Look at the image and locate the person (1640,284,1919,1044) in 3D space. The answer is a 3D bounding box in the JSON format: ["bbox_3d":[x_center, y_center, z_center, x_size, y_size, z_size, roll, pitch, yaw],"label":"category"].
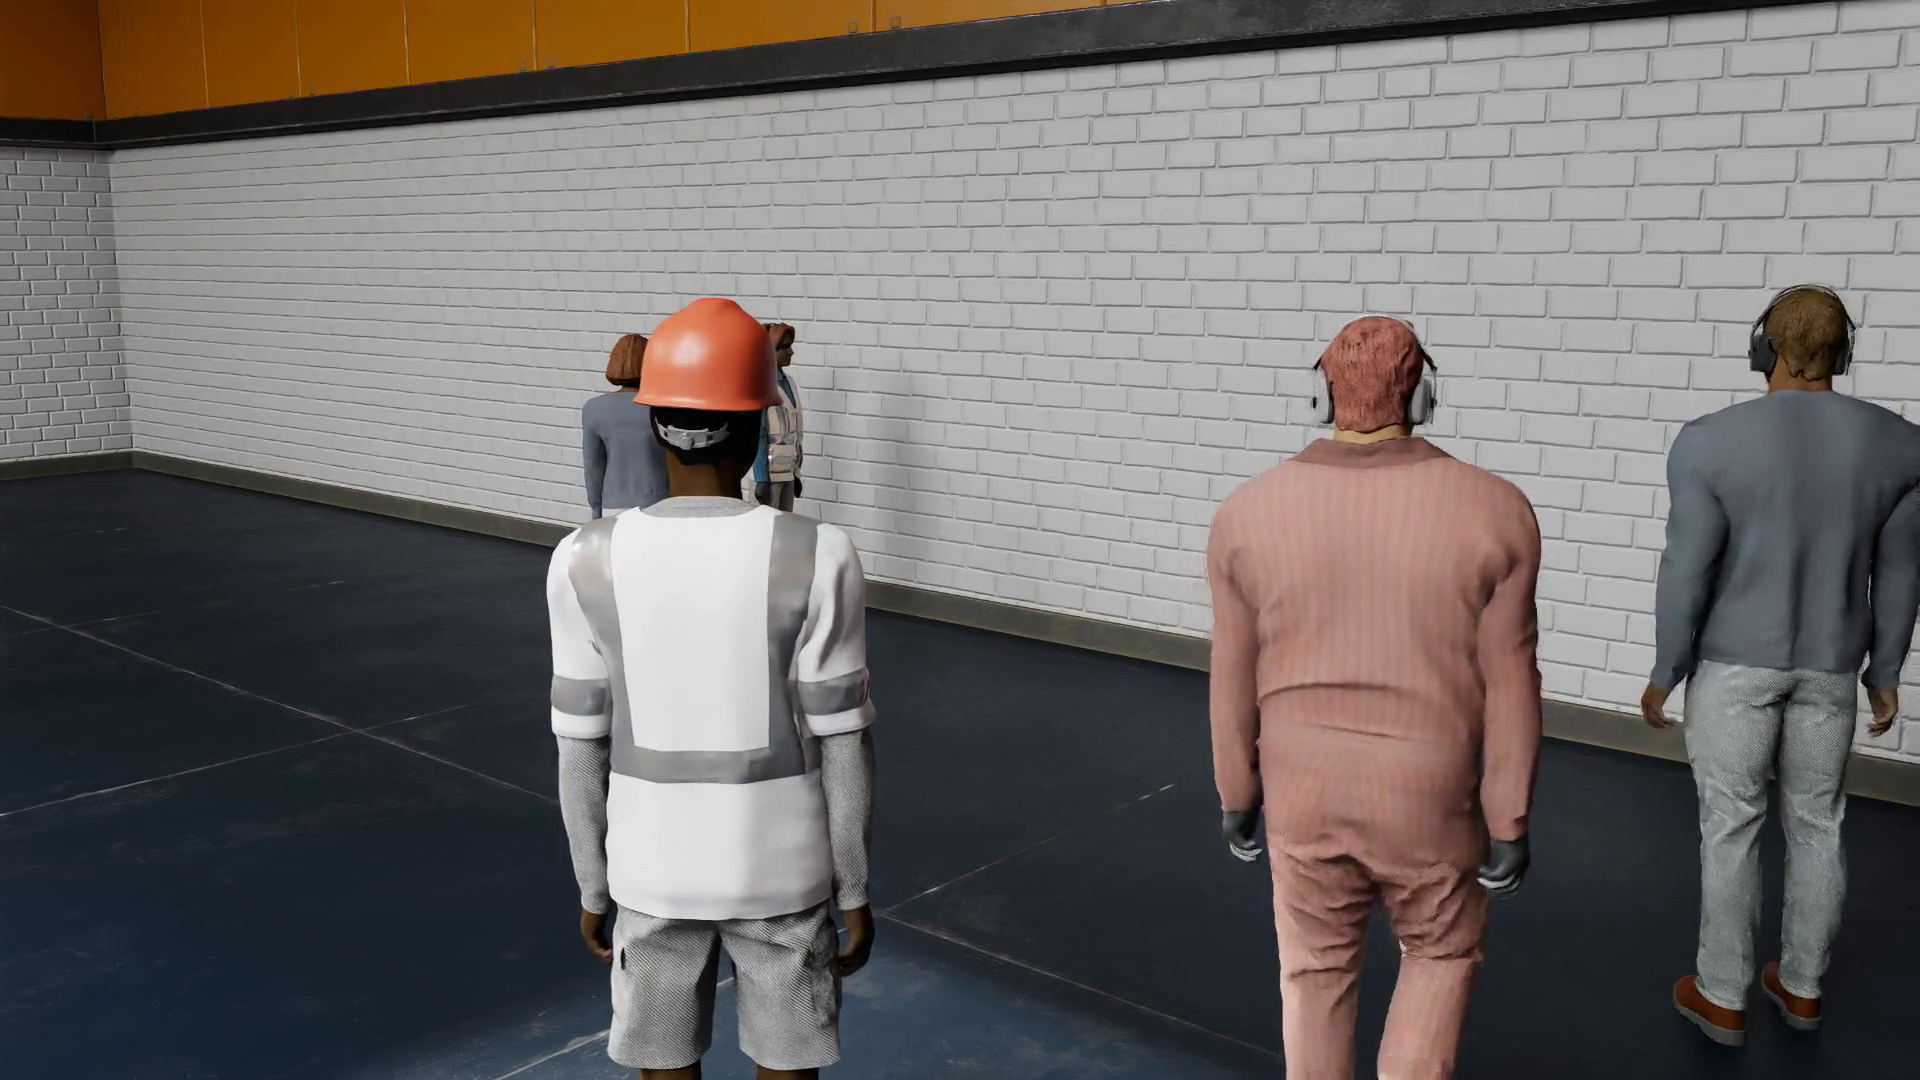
[{"bbox_3d":[2.084,0.331,4.269,0.645,1.938,0.503,1,10,4],"label":"person"}]

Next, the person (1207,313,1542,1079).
[{"bbox_3d":[0.816,0.499,3.331,0.651,1.894,0.454,4,11,23],"label":"person"}]

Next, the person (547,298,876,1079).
[{"bbox_3d":[-0.409,0.562,2.868,0.542,1.939,0.364,1,10,4],"label":"person"}]

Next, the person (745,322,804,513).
[{"bbox_3d":[-0.977,-0.319,8.738,0.308,1.641,0.516,3,10,14],"label":"person"}]

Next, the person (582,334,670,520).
[{"bbox_3d":[-1.481,-0.130,7.680,0.500,1.633,0.284,1,10,6],"label":"person"}]
